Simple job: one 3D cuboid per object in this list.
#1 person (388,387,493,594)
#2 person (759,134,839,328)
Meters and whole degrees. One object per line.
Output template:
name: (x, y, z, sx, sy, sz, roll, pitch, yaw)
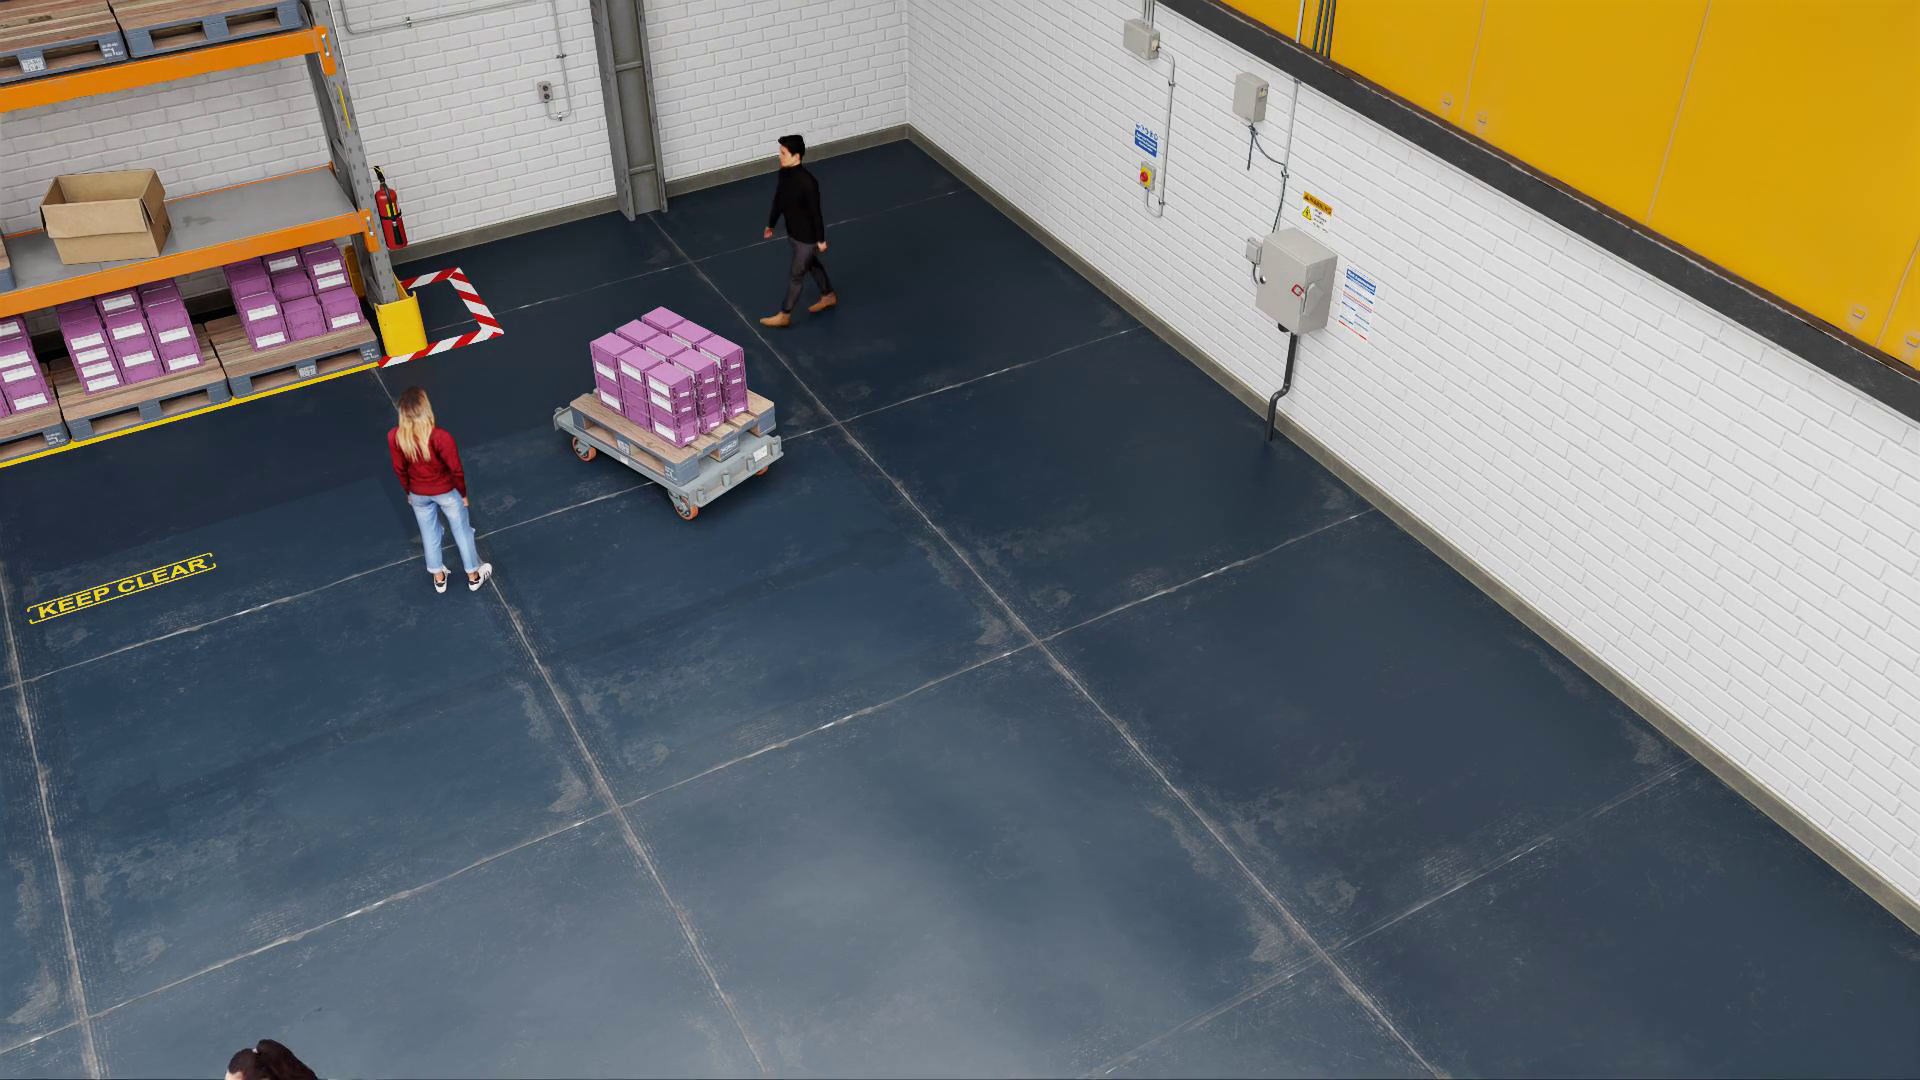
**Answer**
person: (-3.526, -0.330, 11.185, 0.632, 1.635, 0.743, 0, 39, 0)
person: (-1.265, -2.627, 14.014, 1.001, 1.693, 0.650, -19, 42, -22)
